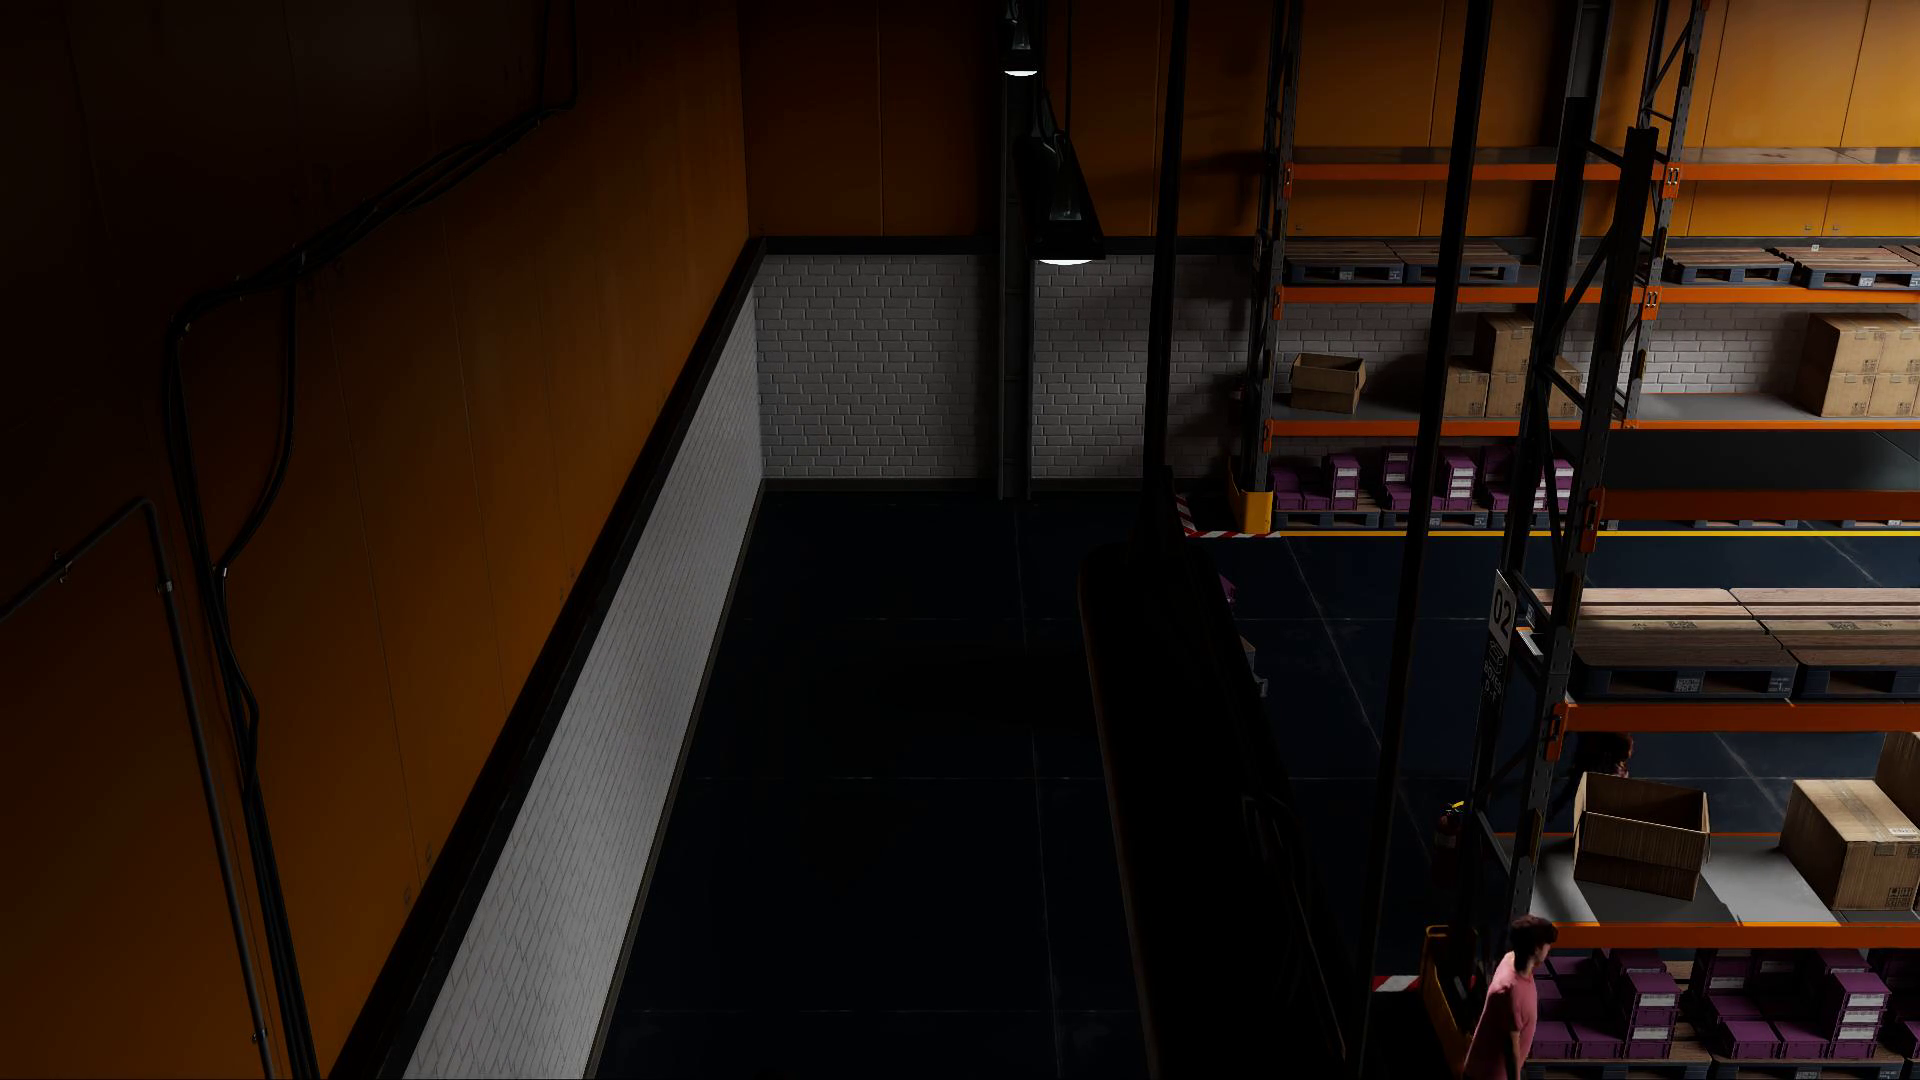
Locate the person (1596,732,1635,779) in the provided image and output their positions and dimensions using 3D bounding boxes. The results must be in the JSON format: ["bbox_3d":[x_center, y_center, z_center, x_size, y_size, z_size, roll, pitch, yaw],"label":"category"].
[{"bbox_3d":[4.782,1.988,12.298,0.589,1.305,0.581,6,24,14],"label":"person"}]

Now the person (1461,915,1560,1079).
[{"bbox_3d":[2.906,2.946,9.370,1.350,1.895,1.079,13,27,27],"label":"person"}]
